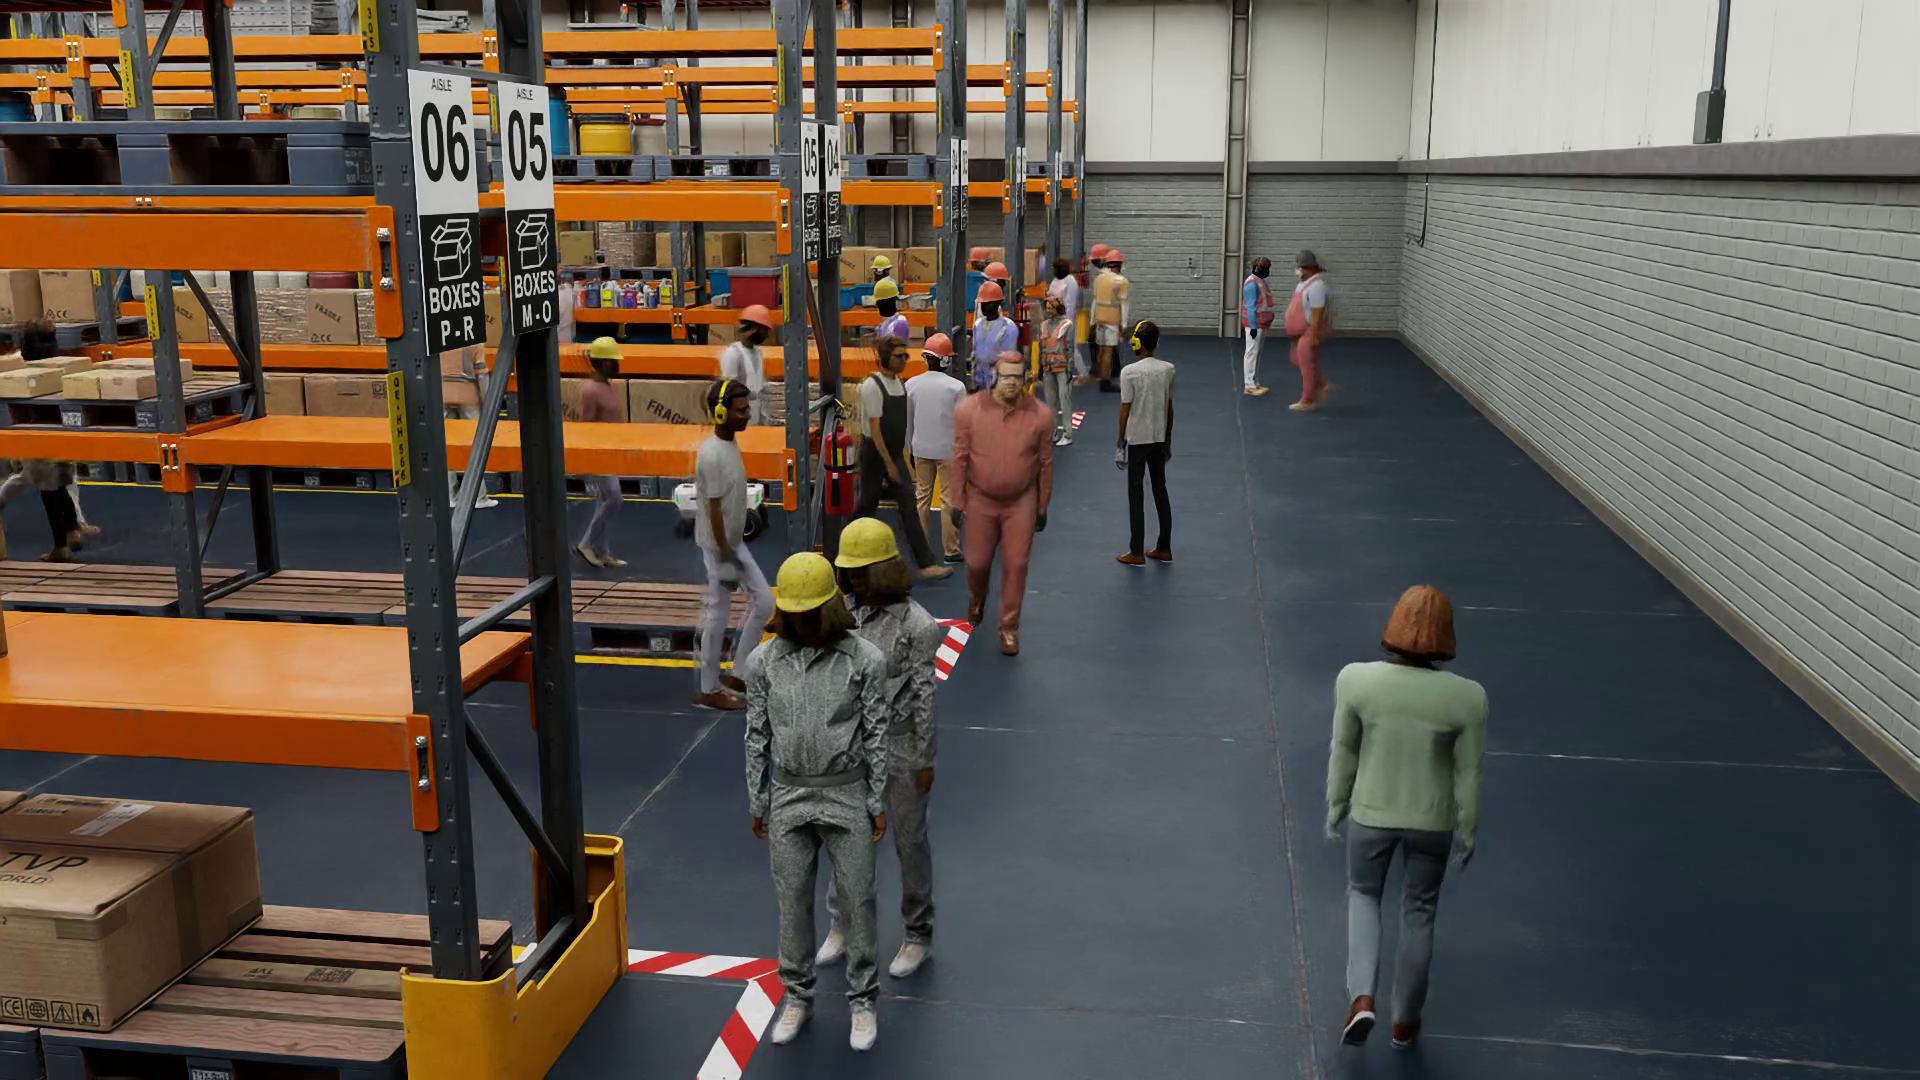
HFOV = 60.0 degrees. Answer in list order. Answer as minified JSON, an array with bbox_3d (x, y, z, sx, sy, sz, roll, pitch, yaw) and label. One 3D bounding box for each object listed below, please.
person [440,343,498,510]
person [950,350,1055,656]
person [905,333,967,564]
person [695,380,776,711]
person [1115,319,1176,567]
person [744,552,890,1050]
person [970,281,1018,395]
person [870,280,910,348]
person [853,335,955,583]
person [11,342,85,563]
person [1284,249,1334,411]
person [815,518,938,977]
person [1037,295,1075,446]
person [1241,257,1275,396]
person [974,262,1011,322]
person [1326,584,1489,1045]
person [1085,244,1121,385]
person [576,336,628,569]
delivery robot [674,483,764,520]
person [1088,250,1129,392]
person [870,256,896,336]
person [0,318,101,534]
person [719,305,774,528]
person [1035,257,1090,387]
[{"bbox_3d":[-4.391,-1.216,14.638,0.585,1.920,0.373,3,13,12],"label":"person"},{"bbox_3d":[0.262,-0.251,10.355,0.658,1.884,0.571,0,12,-1],"label":"person"},{"bbox_3d":[-0.161,-0.691,12.643,0.562,1.752,0.324,7,14,27],"label":"person"},{"bbox_3d":[-1.211,0.049,9.076,0.572,1.848,0.574,2,13,10],"label":"person"},{"bbox_3d":[1.402,-0.730,12.590,0.508,1.861,0.326,-7,14,-29],"label":"person"},{"bbox_3d":[-0.483,0.880,5.607,0.491,1.733,0.317,1,13,5],"label":"person"},{"bbox_3d":[0.297,-1.497,15.887,0.547,1.930,0.388,12,17,43],"label":"person"},{"bbox_3d":[-0.679,-1.574,16.259,0.381,1.917,0.585,-4,13,-17],"label":"person"},{"bbox_3d":[-0.451,-0.557,11.917,0.898,1.804,0.500,9,15,36],"label":"person"},{"bbox_3d":[-6.928,-0.663,12.667,0.373,1.677,0.554,4,13,19],"label":"person"},{"bbox_3d":[4.344,-2.618,20.689,0.615,2.000,0.708,0,12,-1],"label":"person"},{"bbox_3d":[-0.305,0.764,6.128,0.493,1.733,0.335,6,14,25],"label":"person"},{"bbox_3d":[1.050,-1.845,18.139,0.320,1.631,0.525,-12,17,-43],"label":"person"},{"bbox_3d":[3.989,-2.864,22.268,0.429,1.839,0.623,5,13,20],"label":"person"},{"bbox_3d":[0.349,-2.056,18.297,0.410,1.979,0.628,-2,13,-10],"label":"person"},{"bbox_3d":[1.477,0.949,5.550,0.517,1.617,0.419,4,13,18],"label":"person"},{"bbox_3d":[1.941,-3.127,23.179,0.721,1.952,0.615,0,12,-1],"label":"person"},{"bbox_3d":[-2.638,-0.640,12.412,0.376,1.756,0.524,2,13,8],"label":"person"},{"bbox_3d":[-1.963,-0.337,13.561,0.707,0.478,0.477,0,13,0],"label":"delivery robot"},{"bbox_3d":[2.042,-2.973,22.635,0.646,1.902,0.635,11,17,41],"label":"person"},{"bbox_3d":[-1.048,-2.947,22.649,0.404,1.829,0.600,3,13,12],"label":"person"},{"bbox_3d":[-7.561,-0.901,13.498,0.842,1.813,0.645,0,12,-1],"label":"person"},{"bbox_3d":[-1.825,-0.978,13.649,0.539,1.889,0.589,6,14,26],"label":"person"},{"bbox_3d":[1.426,-3.004,22.969,0.855,1.809,0.635,-6,14,-25],"label":"person"}]
